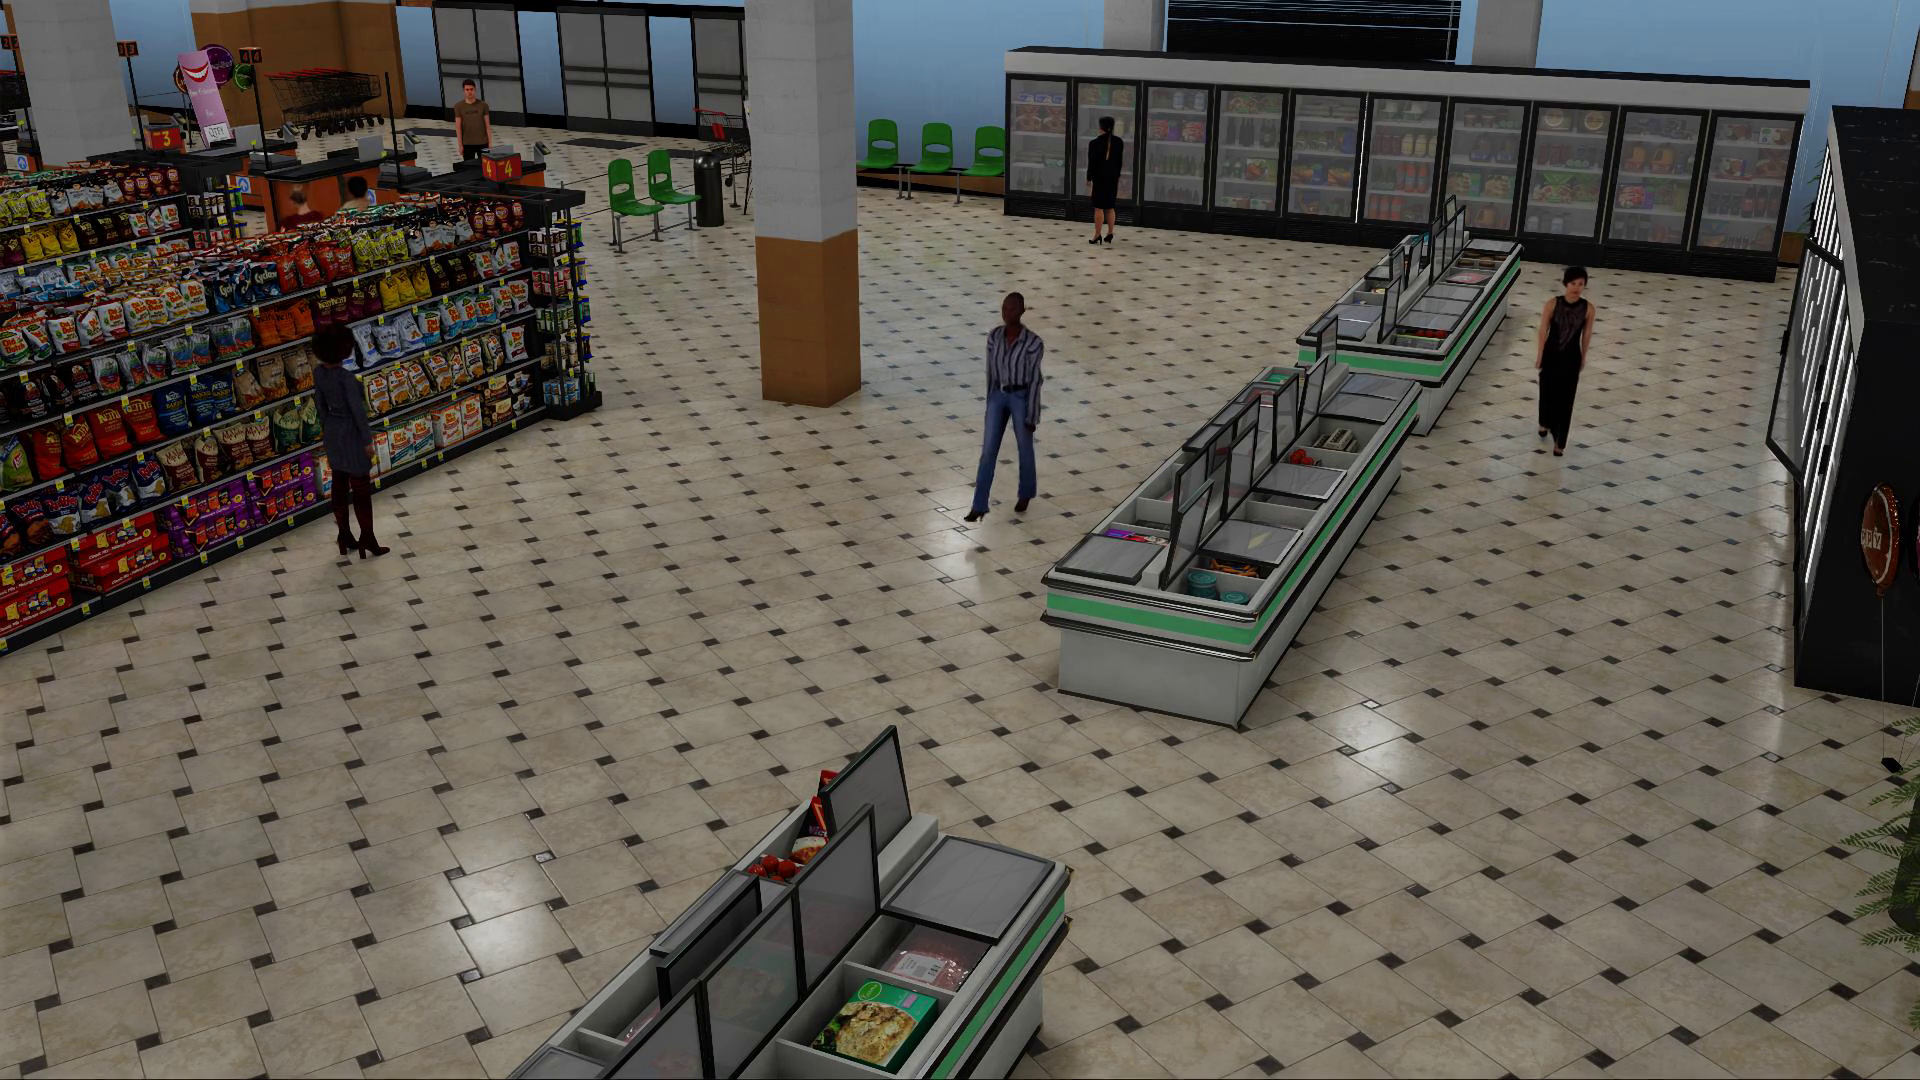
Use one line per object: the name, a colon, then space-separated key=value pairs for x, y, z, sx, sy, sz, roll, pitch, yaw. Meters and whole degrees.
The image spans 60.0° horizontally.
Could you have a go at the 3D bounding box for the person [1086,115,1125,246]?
person: x=1.912 y=-4.763 z=22.038 sx=0.772 sy=1.671 sz=0.862 roll=-12 pitch=25 yaw=-27

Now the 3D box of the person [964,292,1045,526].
person: x=0.441 y=-1.003 z=12.564 sx=0.662 sy=1.757 sz=1.106 roll=11 pitch=24 yaw=25

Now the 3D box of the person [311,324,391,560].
person: x=-4.390 y=-0.704 z=11.882 sx=0.602 sy=1.711 sz=0.522 roll=12 pitch=25 yaw=28

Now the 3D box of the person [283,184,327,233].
person: x=-6.631 y=-2.761 z=17.072 sx=1.064 sy=1.658 sz=1.108 roll=-8 pitch=23 yaw=-18

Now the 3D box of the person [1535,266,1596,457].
person: x=5.100 y=-1.538 z=14.164 sx=0.653 sy=1.557 sz=1.055 roll=7 pitch=23 yaw=17

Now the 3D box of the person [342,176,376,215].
person: x=-6.498 y=-3.142 z=18.135 sx=0.732 sy=1.573 sz=0.820 roll=2 pitch=22 yaw=5

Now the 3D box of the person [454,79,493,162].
person: x=-7.122 y=-5.819 z=24.422 sx=0.728 sy=1.852 sz=0.802 roll=-9 pitch=24 yaw=-22
